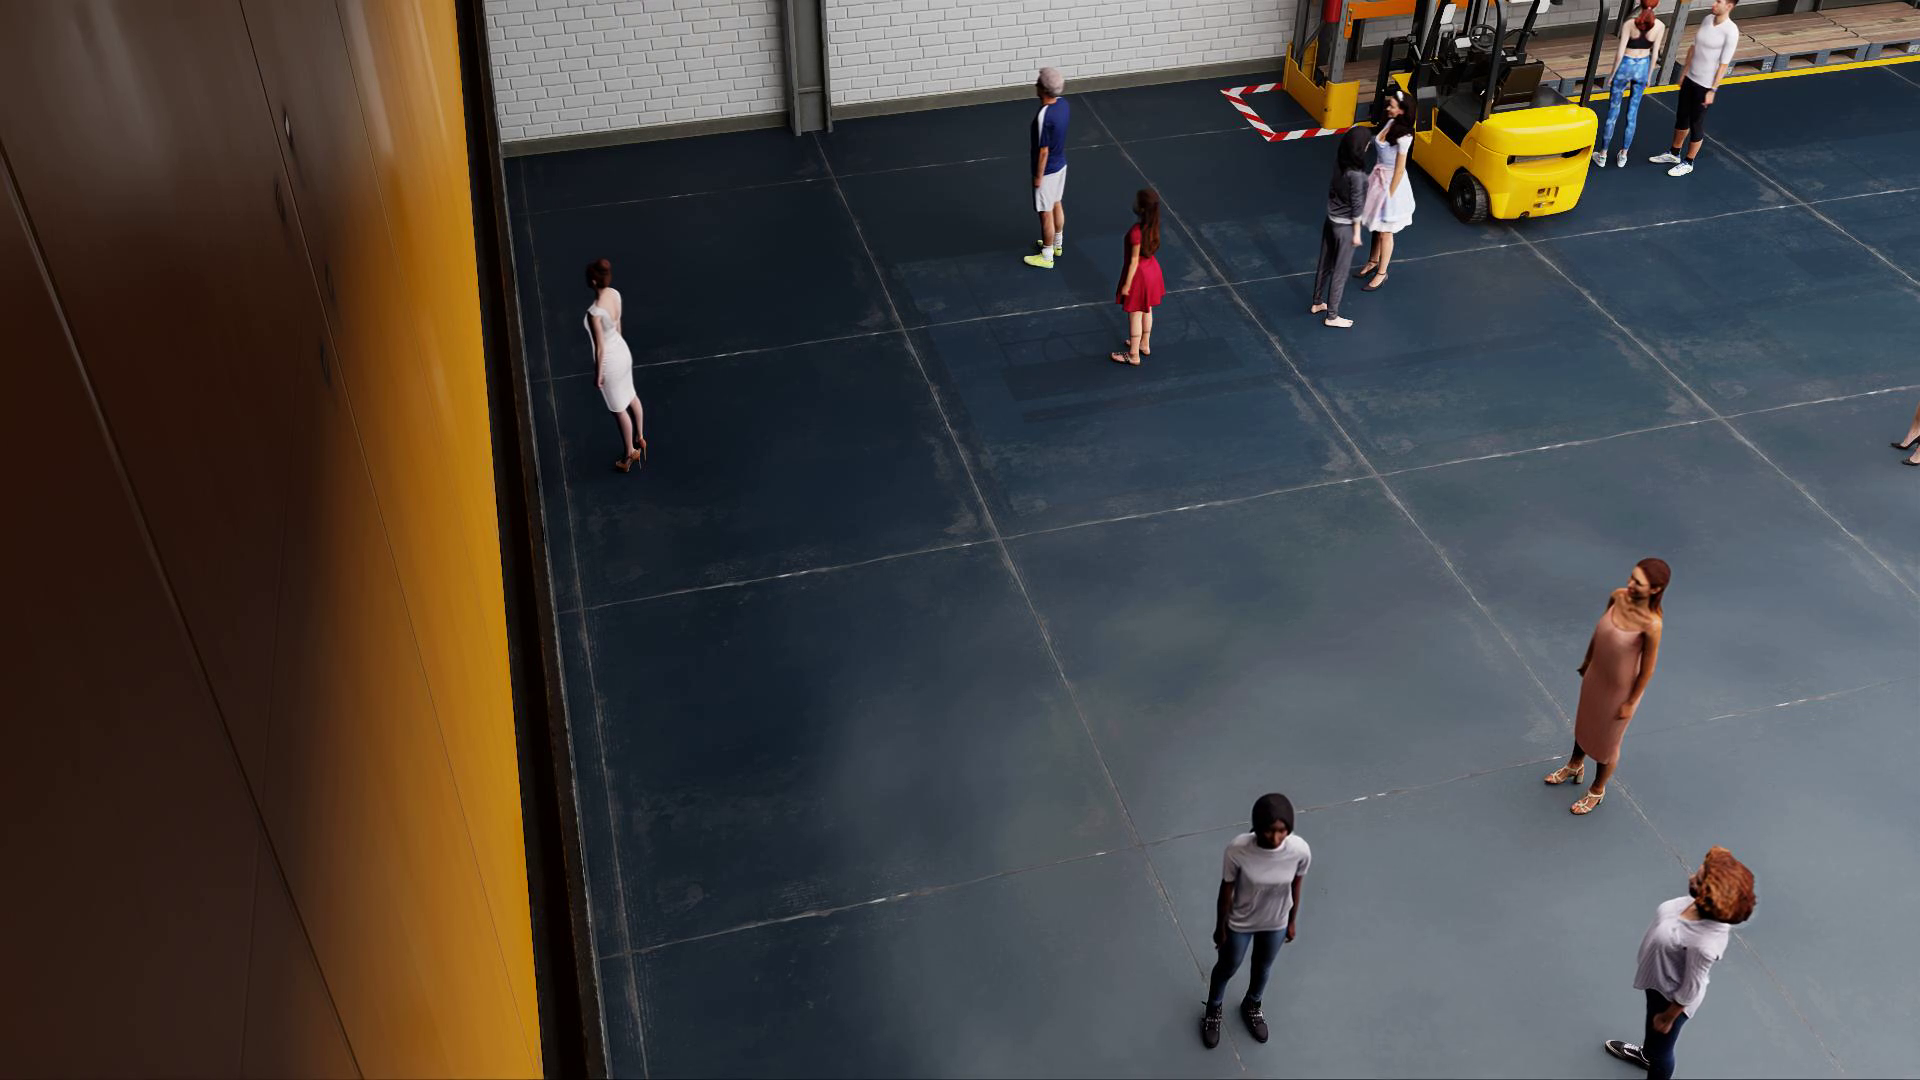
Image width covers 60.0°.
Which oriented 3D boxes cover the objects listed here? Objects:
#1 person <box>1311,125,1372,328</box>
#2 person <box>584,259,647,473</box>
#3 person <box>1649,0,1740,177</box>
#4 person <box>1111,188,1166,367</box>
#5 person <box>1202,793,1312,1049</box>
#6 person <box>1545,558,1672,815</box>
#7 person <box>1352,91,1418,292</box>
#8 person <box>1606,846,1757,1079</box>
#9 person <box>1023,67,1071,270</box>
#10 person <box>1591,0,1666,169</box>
[{"bbox_3d":[3.203,-2.641,13.963,0.511,1.765,0.598,-11,40,-13],"label":"person"},{"bbox_3d":[-2.544,-1.282,12.243,0.642,1.787,0.630,11,40,14],"label":"person"},{"bbox_3d":[7.228,-4.481,16.197,0.540,1.851,0.658,-10,40,-12],"label":"person"},{"bbox_3d":[1.471,-2.155,13.525,0.739,1.551,0.680,22,44,25],"label":"person"},{"bbox_3d":[1.472,1.900,8.313,0.515,1.719,0.676,-4,39,-4],"label":"person"},{"bbox_3d":[3.758,0.833,9.559,0.514,1.832,0.601,-12,40,-15],"label":"person"},{"bbox_3d":[3.692,-3.018,14.392,0.756,1.819,0.733,-4,39,-5],"label":"person"},{"bbox_3d":[3.471,2.133,8.028,0.789,1.711,0.755,13,41,16],"label":"person"},{"bbox_3d":[0.788,-3.301,14.731,0.766,1.838,0.718,17,42,21],"label":"person"},{"bbox_3d":[6.569,-4.524,16.305,0.629,1.784,0.718,4,39,5],"label":"person"}]
